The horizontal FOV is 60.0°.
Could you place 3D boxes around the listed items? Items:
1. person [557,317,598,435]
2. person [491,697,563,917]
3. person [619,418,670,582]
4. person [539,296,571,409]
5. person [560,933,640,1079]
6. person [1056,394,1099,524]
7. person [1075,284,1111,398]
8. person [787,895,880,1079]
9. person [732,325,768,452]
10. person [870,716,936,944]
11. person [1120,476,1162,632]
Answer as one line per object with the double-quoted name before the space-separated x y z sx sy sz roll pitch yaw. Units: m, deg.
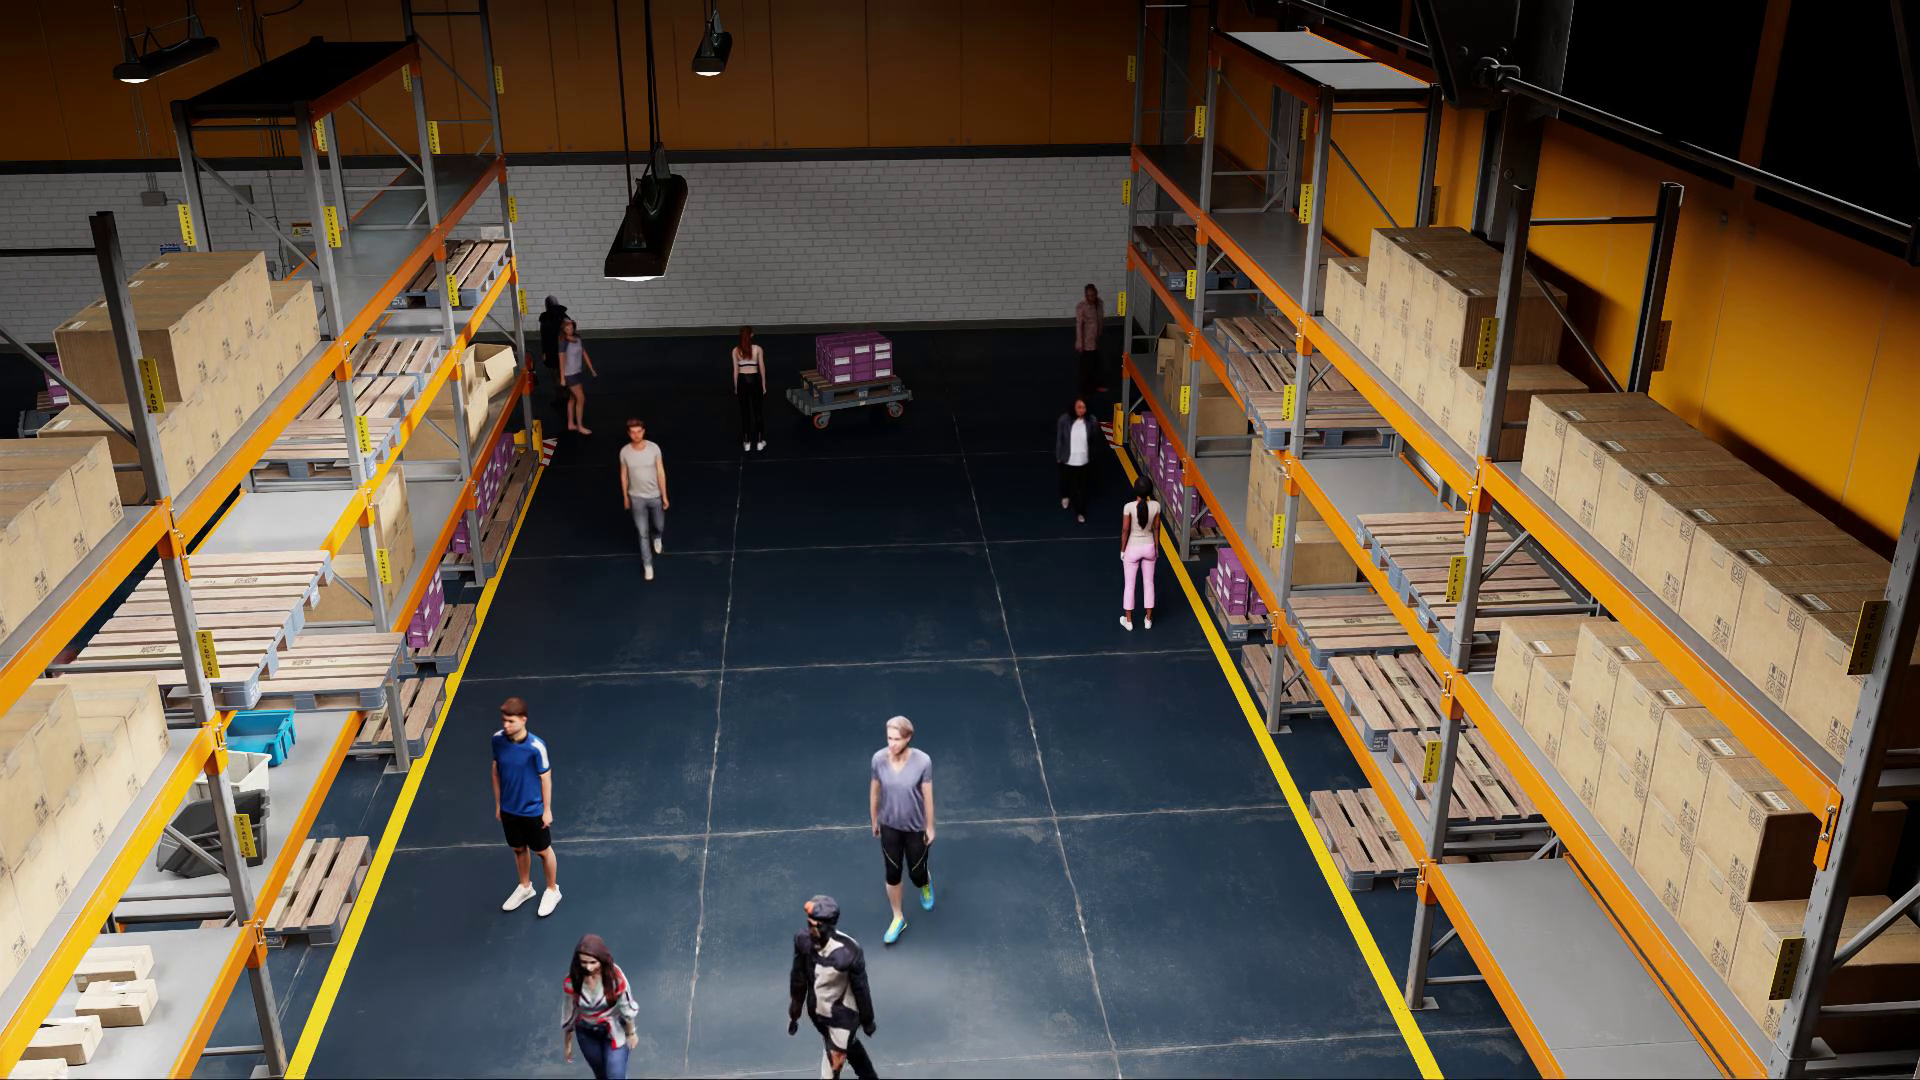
"person" -5.473 -2.300 23.152 0.818 1.697 0.731 6 24 13
"person" -3.389 2.054 12.982 0.720 1.866 0.698 7 24 15
"person" -3.558 -0.526 18.868 0.733 1.878 1.080 -4 24 -8
"person" -5.855 -2.751 24.215 0.855 1.674 0.796 19 30 37
"person" -2.295 3.152 10.815 0.682 1.590 0.673 3 24 7
"person" 1.419 -1.024 20.377 0.667 1.584 0.825 -2 24 -4
"person" 1.906 -2.930 24.501 0.948 1.772 0.965 18 29 35
"person" -0.760 3.041 10.768 1.184 1.831 1.281 16 28 32
"person" -2.857 -2.071 22.573 0.585 1.742 0.495 -3 24 -6
"person" -0.403 2.162 12.732 0.828 1.869 0.975 6 24 13
"person" 1.904 0.126 17.549 0.578 1.742 0.524 -4 24 -8
